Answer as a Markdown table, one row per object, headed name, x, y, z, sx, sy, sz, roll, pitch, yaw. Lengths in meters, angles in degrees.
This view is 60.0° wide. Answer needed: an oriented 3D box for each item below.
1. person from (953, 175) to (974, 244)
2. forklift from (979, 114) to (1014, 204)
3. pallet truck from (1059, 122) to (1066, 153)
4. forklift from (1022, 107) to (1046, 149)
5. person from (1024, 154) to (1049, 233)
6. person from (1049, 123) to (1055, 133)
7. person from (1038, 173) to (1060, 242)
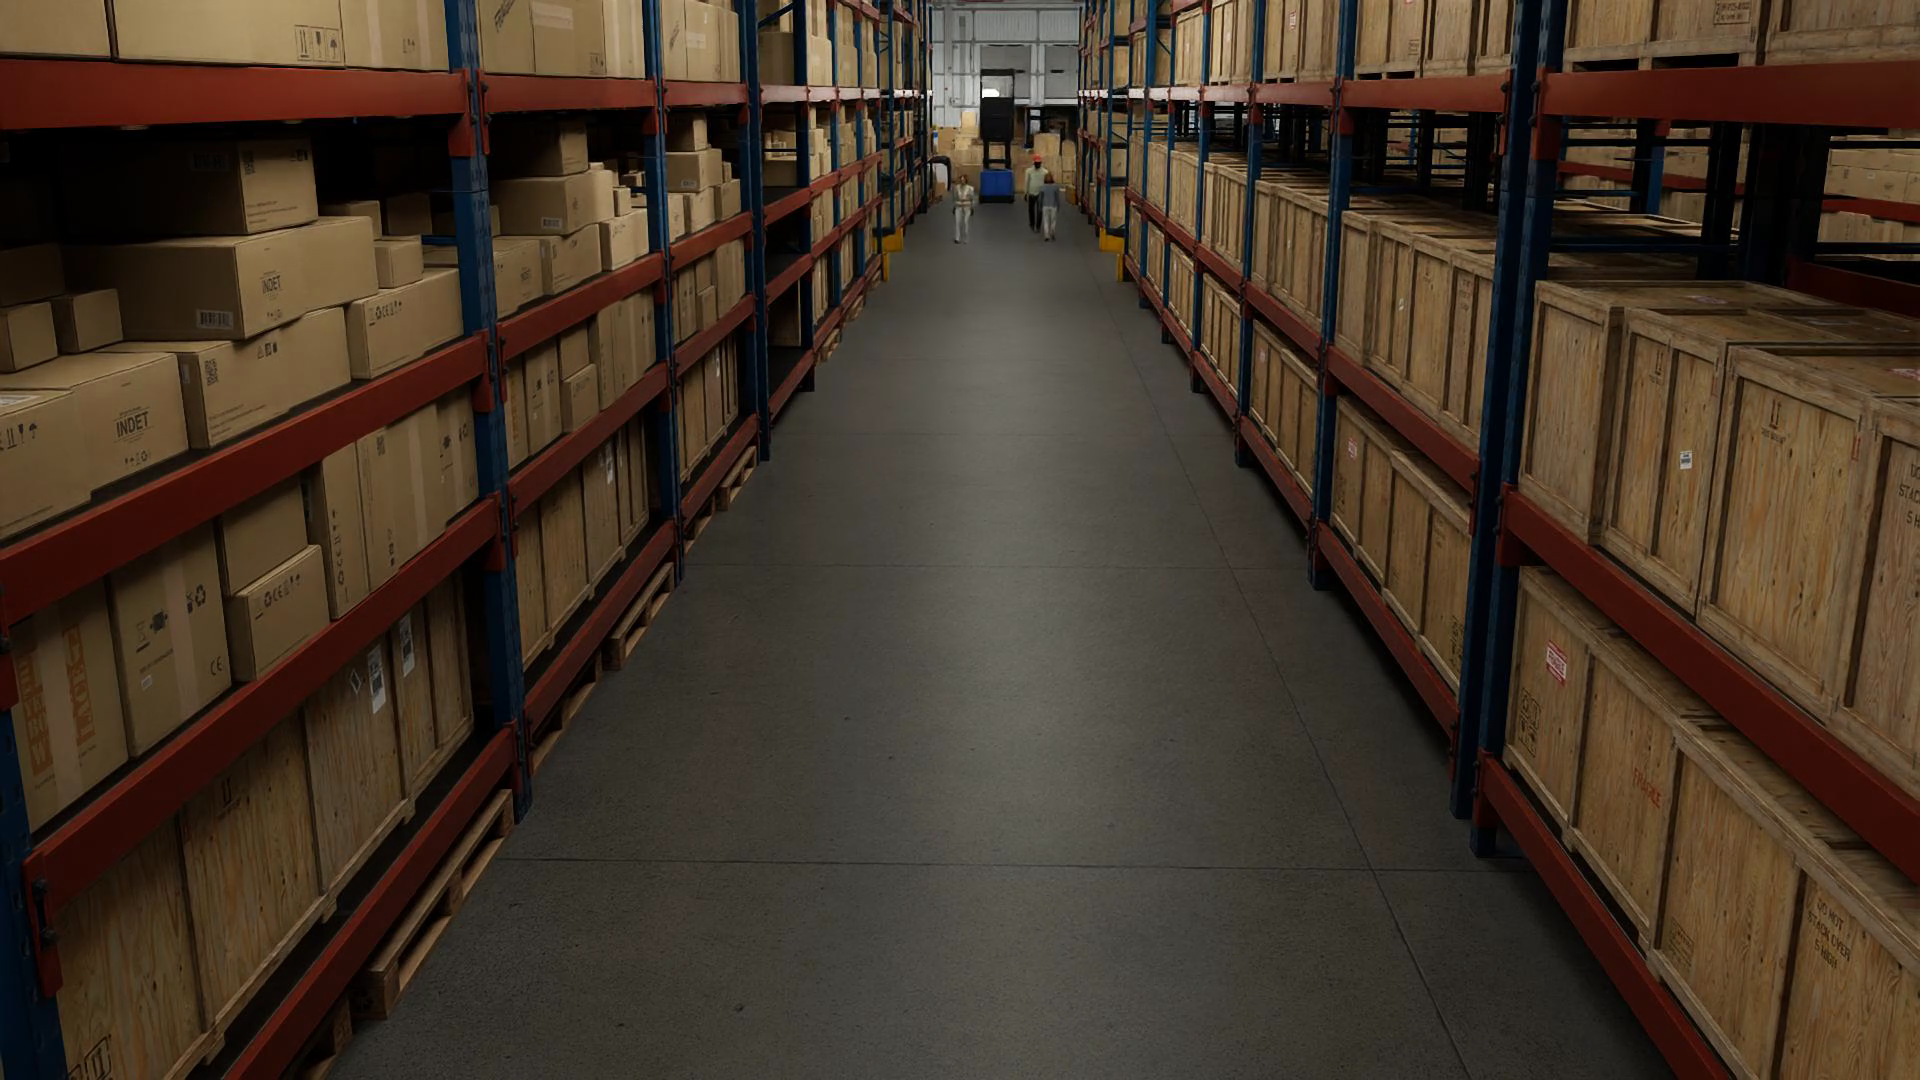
| name | x | y | z | sx | sy | sz | roll | pitch | yaw |
| --- | --- | --- | --- | --- | --- | --- | --- | --- | --- |
| person | 0.069 | -7.757 | 39.064 | 0.542 | 1.590 | 0.862 | 3 | 15 | 10 |
| forklift | 1.176 | -12.189 | 53.142 | 1.129 | 2.768 | 1.873 | 0 | 15 | 2 |
| pallet truck | 5.788 | -21.111 | 88.014 | 1.885 | 1.965 | 0.823 | 5 | 16 | 18 |
| forklift | 3.646 | -19.579 | 80.638 | 1.129 | 2.768 | 1.873 | -8 | 17 | -26 |
| person | 1.938 | -8.734 | 42.011 | 0.654 | 1.964 | 0.836 | 1 | 15 | 4 |
| person | 4.971 | -21.556 | 89.816 | 0.579 | 1.921 | 0.570 | 7 | 17 | 24 |
| person | 2.126 | -7.982 | 39.887 | 0.526 | 1.601 | 0.688 | 1 | 15 | 2 |
